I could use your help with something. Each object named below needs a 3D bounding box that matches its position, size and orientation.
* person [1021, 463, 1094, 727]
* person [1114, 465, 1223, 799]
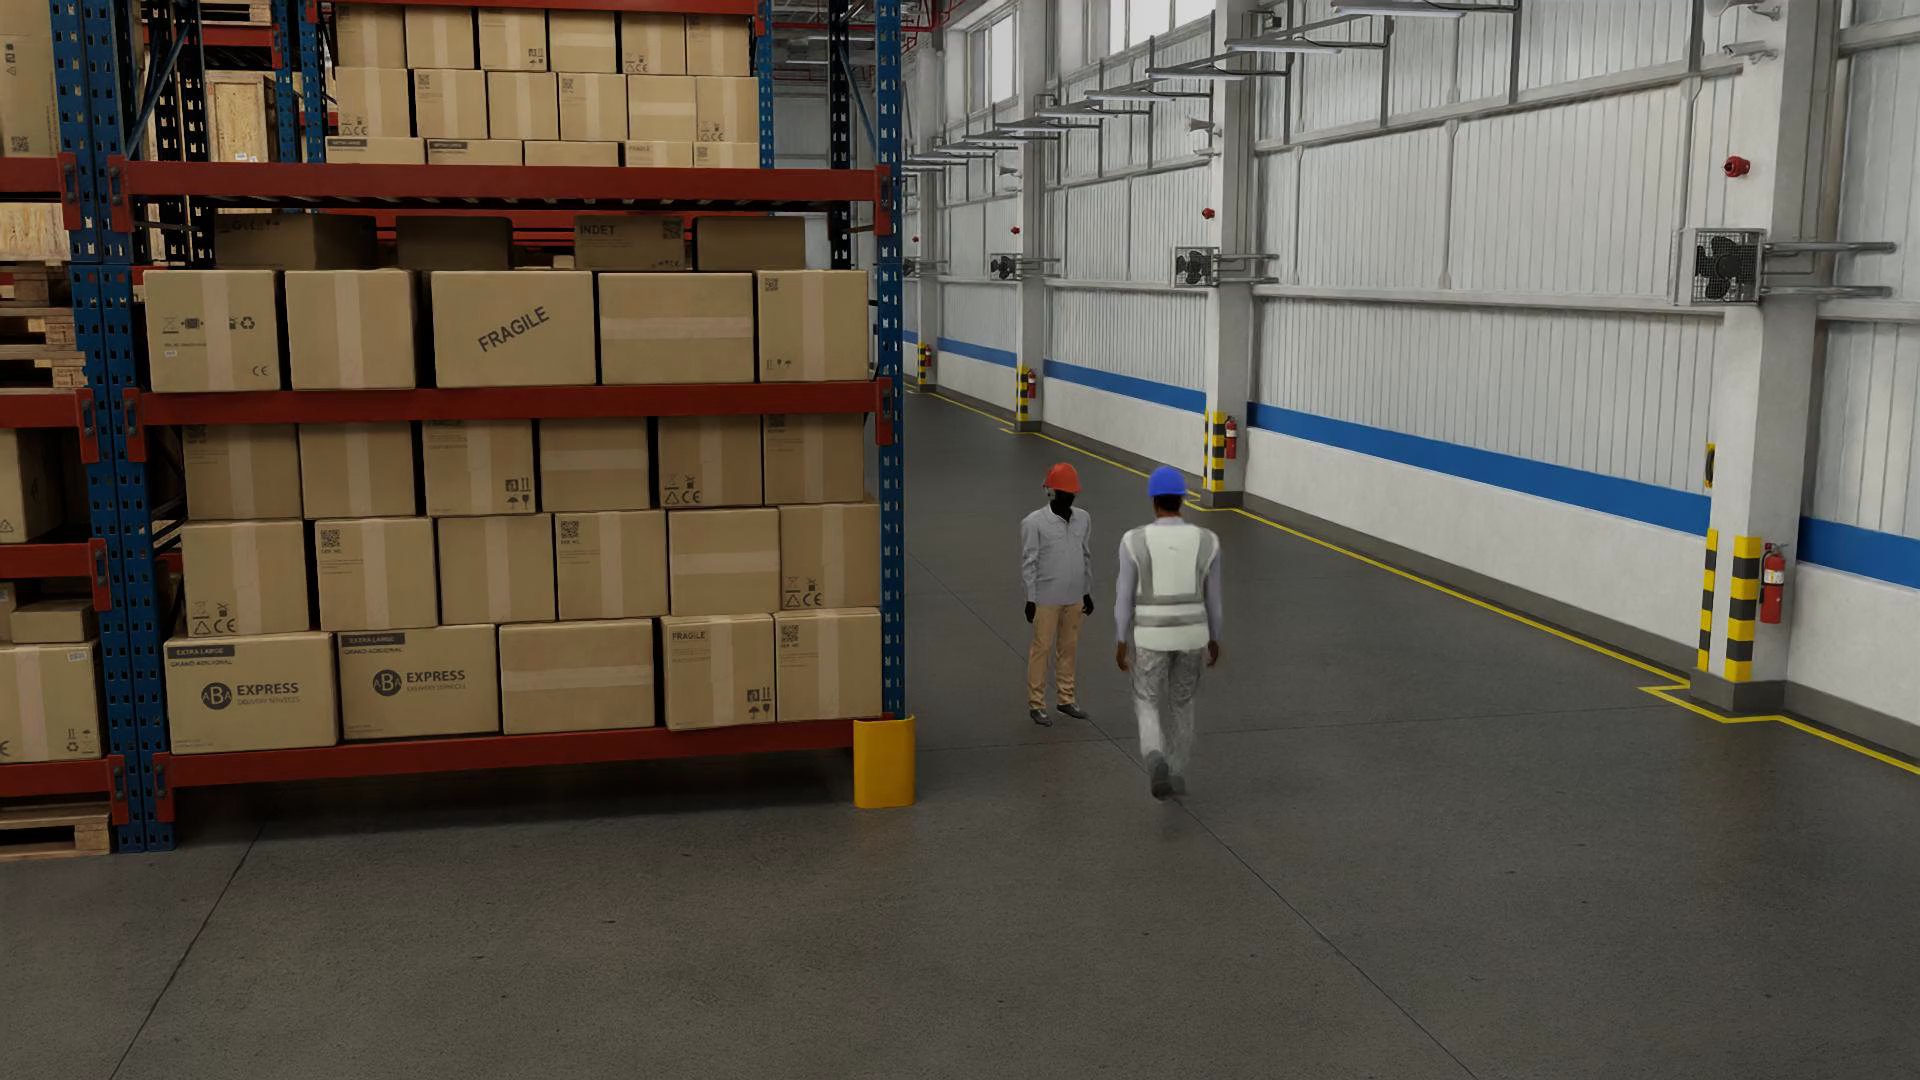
[{"bbox_3d":[0.668,0.354,11.071,0.575,1.747,0.340,-6,11,-34],"label":"person"},{"bbox_3d":[1.192,0.553,9.386,0.627,1.920,0.669,-1,9,-5],"label":"person"}]
